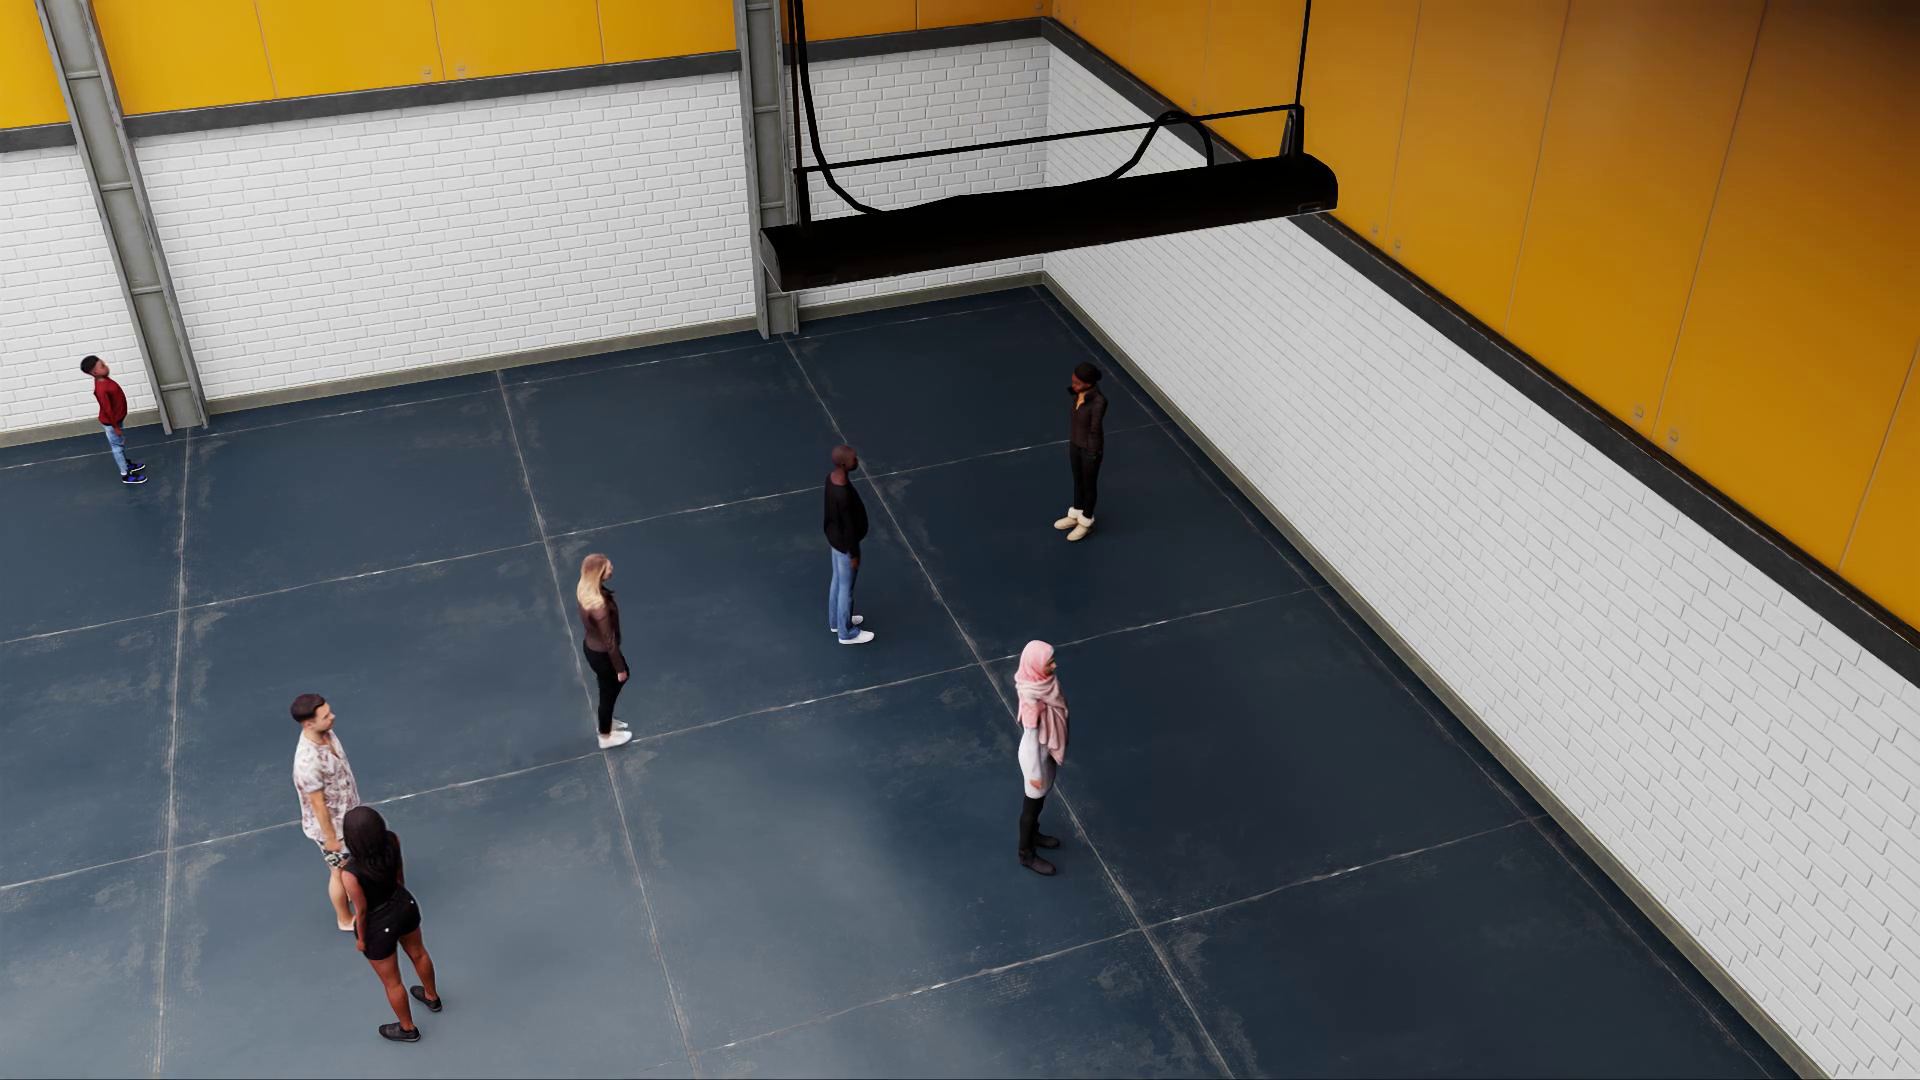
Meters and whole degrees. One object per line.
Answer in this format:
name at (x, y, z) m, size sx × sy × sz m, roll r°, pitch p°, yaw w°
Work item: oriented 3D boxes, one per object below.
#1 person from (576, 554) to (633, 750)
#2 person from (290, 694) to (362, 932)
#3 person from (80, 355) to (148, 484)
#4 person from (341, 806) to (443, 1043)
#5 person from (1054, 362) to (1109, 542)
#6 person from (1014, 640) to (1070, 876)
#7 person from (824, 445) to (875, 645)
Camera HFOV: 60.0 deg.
person at (-2.633, 0.826, 11.900) m, size 0.568 × 1.693 × 0.655 m, roll -14°, pitch 36°, yaw -20°
person at (-3.967, 1.706, 10.470) m, size 0.646 × 1.812 × 0.708 m, roll -3°, pitch 34°, yaw -5°
person at (-7.769, -1.121, 15.226) m, size 0.504 × 1.255 × 0.515 m, roll -14°, pitch 36°, yaw -20°
person at (-3.359, 2.232, 9.743) m, size 0.708 × 1.740 × 0.664 m, roll 12°, pitch 35°, yaw 17°
person at (1.103, -0.803, 14.381) m, size 0.667 × 1.660 × 0.619 m, roll -17°, pitch 37°, yaw -24°
person at (0.511, 1.407, 10.927) m, size 0.760 × 1.803 × 0.734 m, roll 6°, pitch 34°, yaw 9°
person at (-0.916, 0.024, 13.056) m, size 0.520 × 1.749 × 0.587 m, roll -12°, pitch 35°, yaw -17°
